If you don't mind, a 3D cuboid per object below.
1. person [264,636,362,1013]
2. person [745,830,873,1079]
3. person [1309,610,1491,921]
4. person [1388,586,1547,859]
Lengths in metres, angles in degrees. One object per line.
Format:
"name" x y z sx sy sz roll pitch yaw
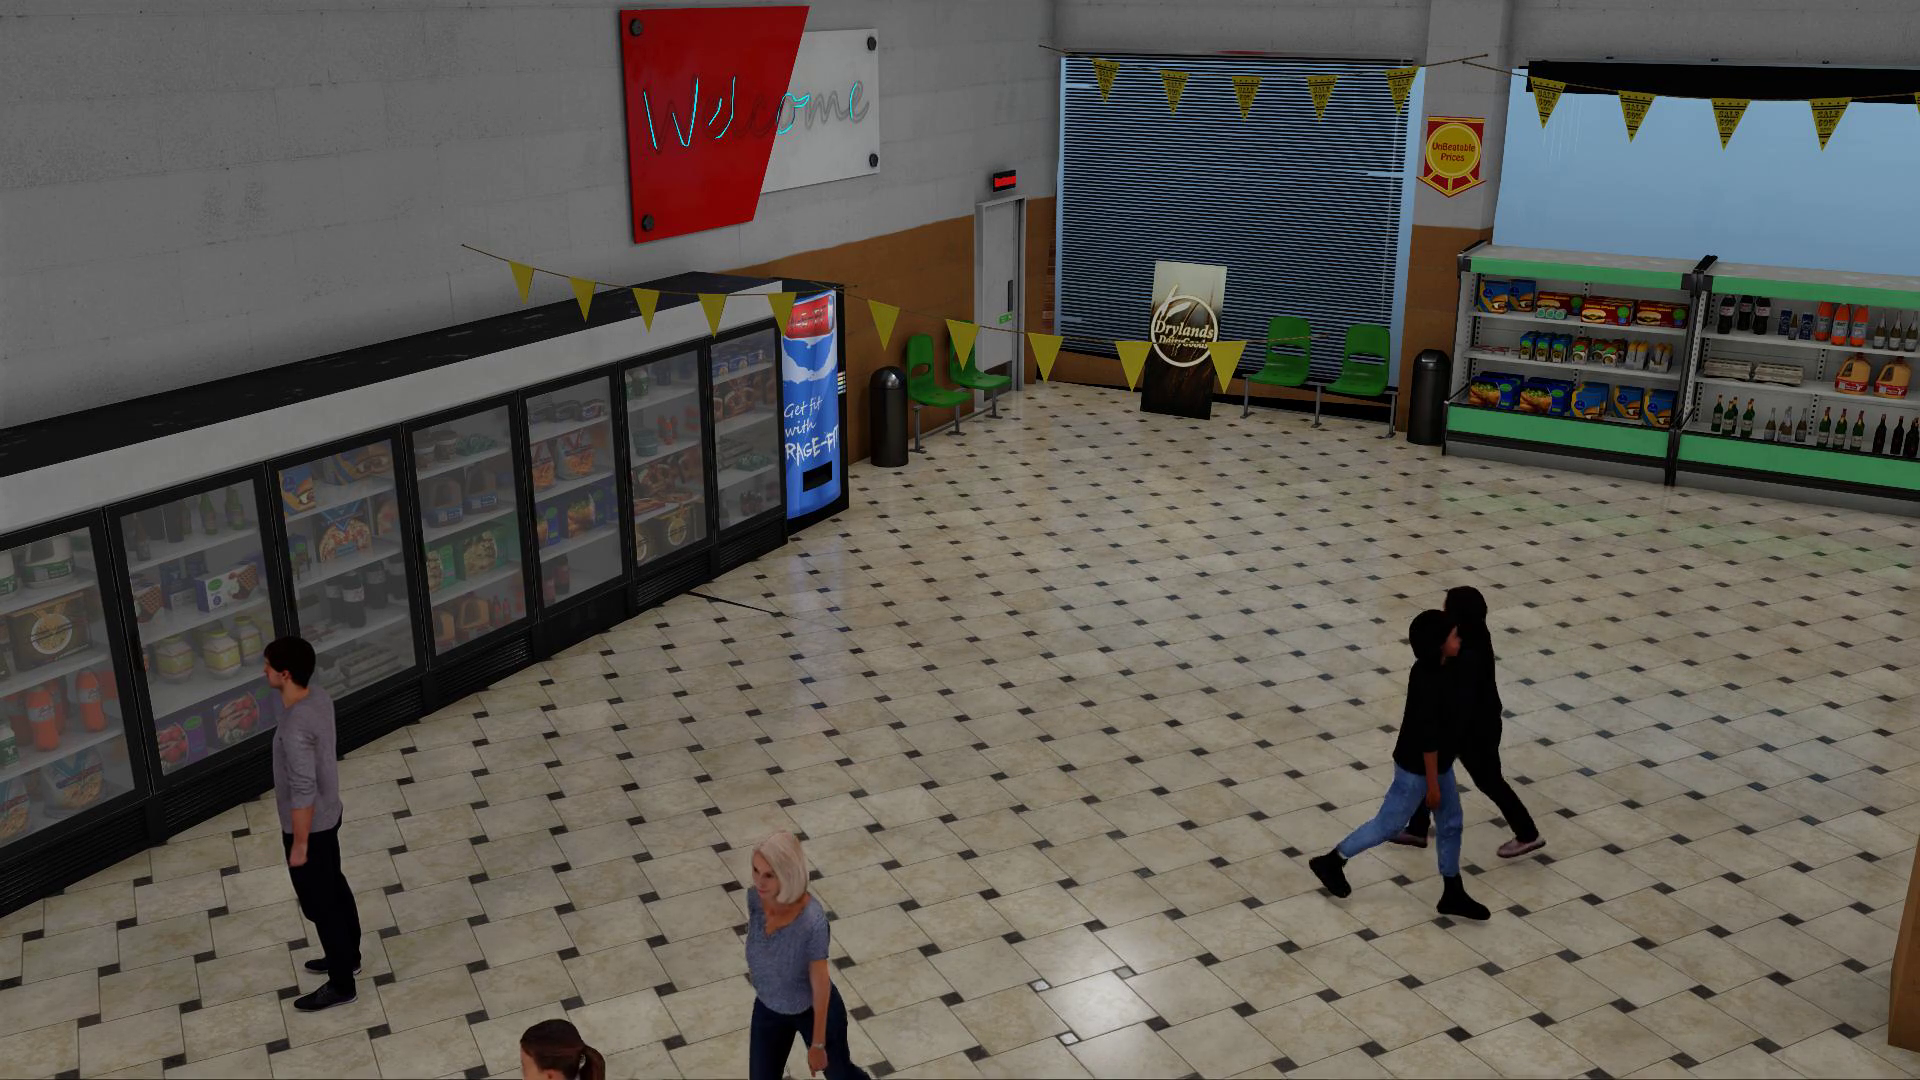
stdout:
"person" -3.036 1.308 7.812 0.772 1.844 0.729 -4 19 -11
"person" -0.573 1.832 6.546 1.111 1.659 0.758 14 23 36
"person" 2.252 1.180 8.488 1.184 1.655 0.691 7 20 21
"person" 2.836 1.033 9.045 1.198 1.577 0.954 2 19 5
